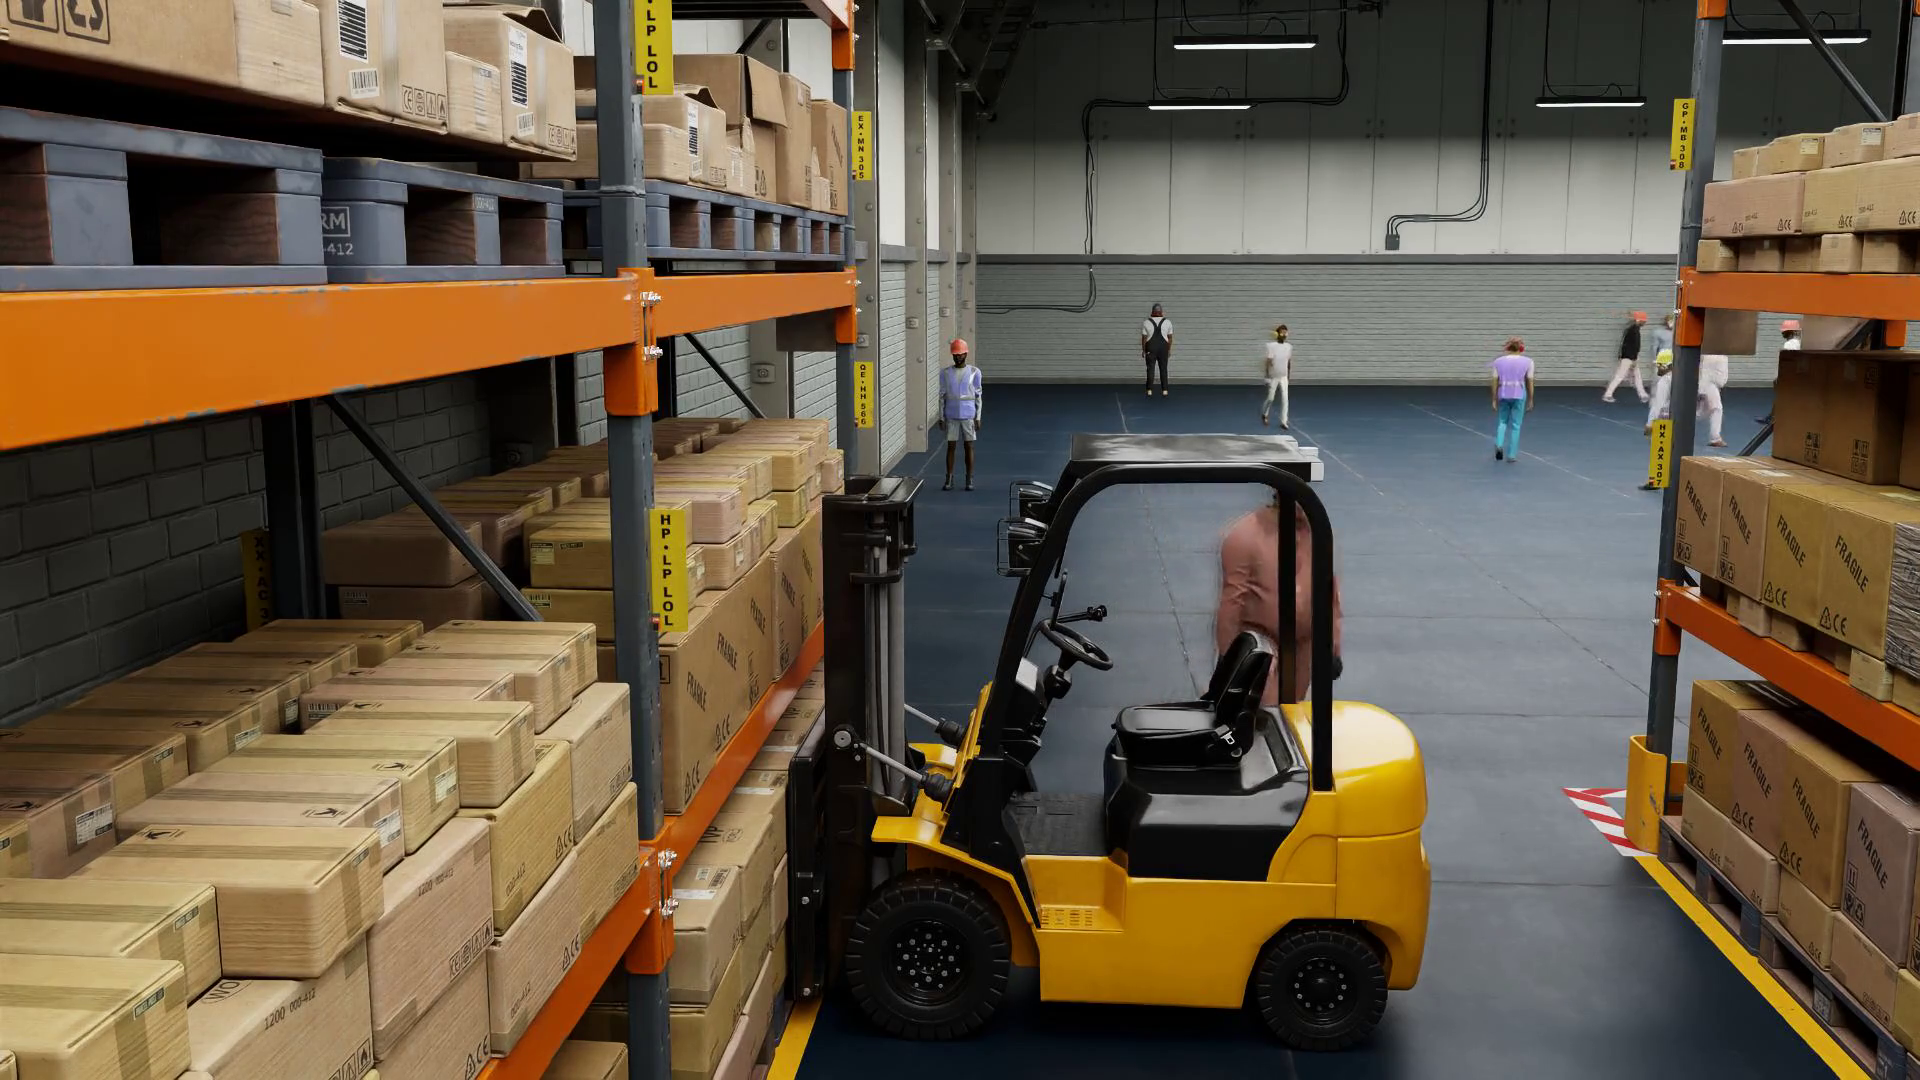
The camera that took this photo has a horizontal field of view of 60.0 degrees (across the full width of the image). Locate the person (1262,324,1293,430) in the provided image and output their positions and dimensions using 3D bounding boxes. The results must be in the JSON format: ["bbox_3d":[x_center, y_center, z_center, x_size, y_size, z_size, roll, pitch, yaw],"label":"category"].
[{"bbox_3d":[5.599,-2.889,29.363,0.519,1.848,0.847,-2,10,-9],"label":"person"}]

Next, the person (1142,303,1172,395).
[{"bbox_3d":[4.362,-4.247,36.977,0.678,2.000,0.536,0,9,2],"label":"person"}]

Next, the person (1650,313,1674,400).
[{"bbox_3d":[14.094,-3.566,33.222,0.641,1.923,0.752,1,9,5],"label":"person"}]

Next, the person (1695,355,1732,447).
[{"bbox_3d":[11.852,-2.413,26.473,0.857,1.858,0.653,6,11,32],"label":"person"}]

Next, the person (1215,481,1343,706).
[{"bbox_3d":[1.662,0.547,8.386,0.668,1.880,0.656,-4,10,-25],"label":"person"}]

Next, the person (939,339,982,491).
[{"bbox_3d":[-0.001,-1.585,21.161,0.553,1.935,0.363,1,9,6],"label":"person"}]

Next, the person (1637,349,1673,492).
[{"bbox_3d":[8.871,-1.495,20.966,0.478,1.819,0.619,8,12,39],"label":"person"}]

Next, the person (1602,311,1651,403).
[{"bbox_3d":[13.973,-3.805,34.676,1.047,1.922,0.679,4,10,20],"label":"person"}]

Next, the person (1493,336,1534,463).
[{"bbox_3d":[8.055,-2.043,24.225,0.560,1.835,0.440,6,11,32],"label":"person"}]

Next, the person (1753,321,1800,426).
[{"bbox_3d":[14.485,-2.901,29.264,0.963,1.889,0.593,8,12,39],"label":"person"}]
